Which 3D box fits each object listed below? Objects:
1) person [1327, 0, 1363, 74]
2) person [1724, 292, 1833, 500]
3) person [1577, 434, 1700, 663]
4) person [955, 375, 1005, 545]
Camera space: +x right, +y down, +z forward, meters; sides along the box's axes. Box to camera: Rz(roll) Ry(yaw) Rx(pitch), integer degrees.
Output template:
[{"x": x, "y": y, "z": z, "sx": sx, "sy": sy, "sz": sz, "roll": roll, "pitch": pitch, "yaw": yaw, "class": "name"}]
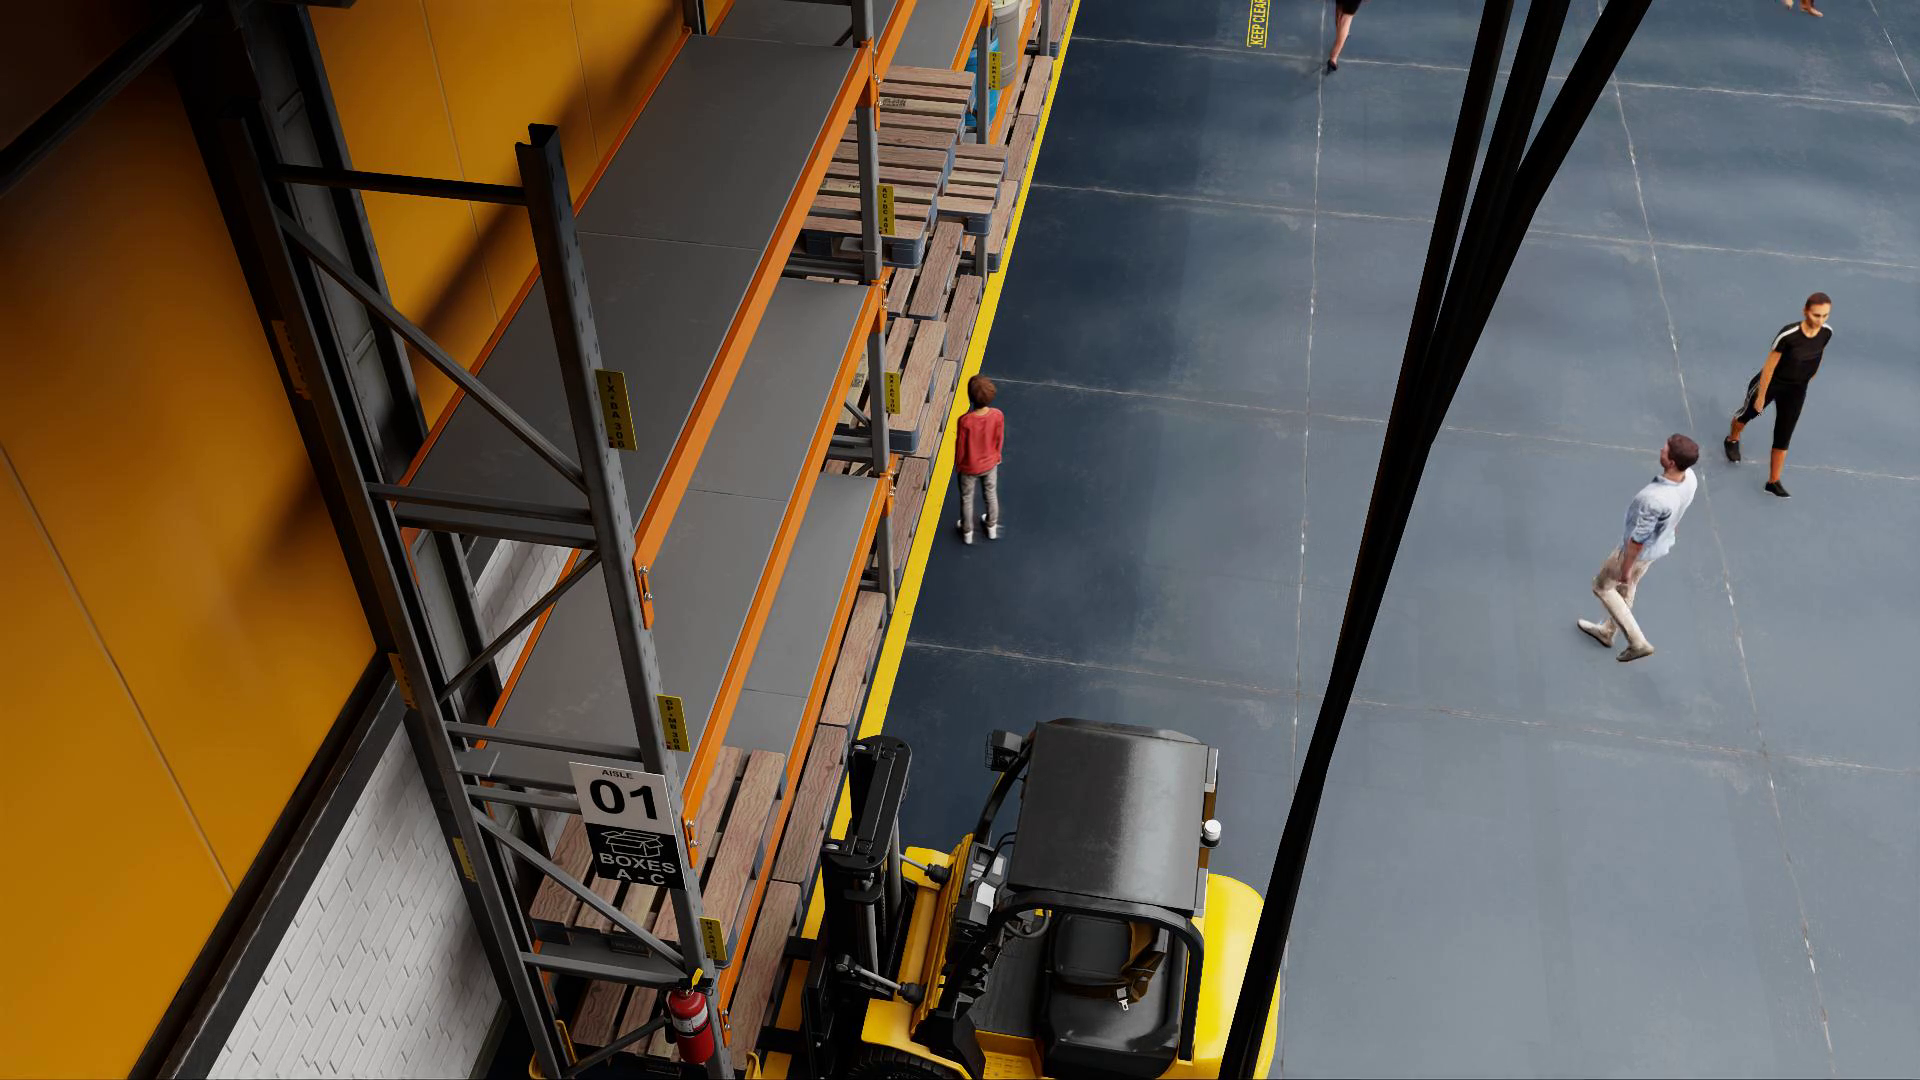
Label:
[{"x": 3.901, "y": -5.523, "z": 16.821, "sx": 0.824, "sy": 1.638, "sz": 1.084, "roll": 22, "pitch": 48, "yaw": 21, "class": "person"}, {"x": 6.010, "y": -1.182, "z": 12.270, "sx": 0.737, "sy": 1.631, "sz": 1.100, "roll": -2, "pitch": 44, "yaw": -2, "class": "person"}, {"x": 4.486, "y": 0.097, "z": 10.779, "sx": 0.915, "sy": 1.834, "sz": 0.968, "roll": -28, "pitch": 50, "yaw": -26, "class": "person"}, {"x": 0.129, "y": -0.561, "z": 11.774, "sx": 0.579, "sy": 1.415, "sz": 0.606, "roll": -15, "pitch": 46, "yaw": -16, "class": "person"}]
